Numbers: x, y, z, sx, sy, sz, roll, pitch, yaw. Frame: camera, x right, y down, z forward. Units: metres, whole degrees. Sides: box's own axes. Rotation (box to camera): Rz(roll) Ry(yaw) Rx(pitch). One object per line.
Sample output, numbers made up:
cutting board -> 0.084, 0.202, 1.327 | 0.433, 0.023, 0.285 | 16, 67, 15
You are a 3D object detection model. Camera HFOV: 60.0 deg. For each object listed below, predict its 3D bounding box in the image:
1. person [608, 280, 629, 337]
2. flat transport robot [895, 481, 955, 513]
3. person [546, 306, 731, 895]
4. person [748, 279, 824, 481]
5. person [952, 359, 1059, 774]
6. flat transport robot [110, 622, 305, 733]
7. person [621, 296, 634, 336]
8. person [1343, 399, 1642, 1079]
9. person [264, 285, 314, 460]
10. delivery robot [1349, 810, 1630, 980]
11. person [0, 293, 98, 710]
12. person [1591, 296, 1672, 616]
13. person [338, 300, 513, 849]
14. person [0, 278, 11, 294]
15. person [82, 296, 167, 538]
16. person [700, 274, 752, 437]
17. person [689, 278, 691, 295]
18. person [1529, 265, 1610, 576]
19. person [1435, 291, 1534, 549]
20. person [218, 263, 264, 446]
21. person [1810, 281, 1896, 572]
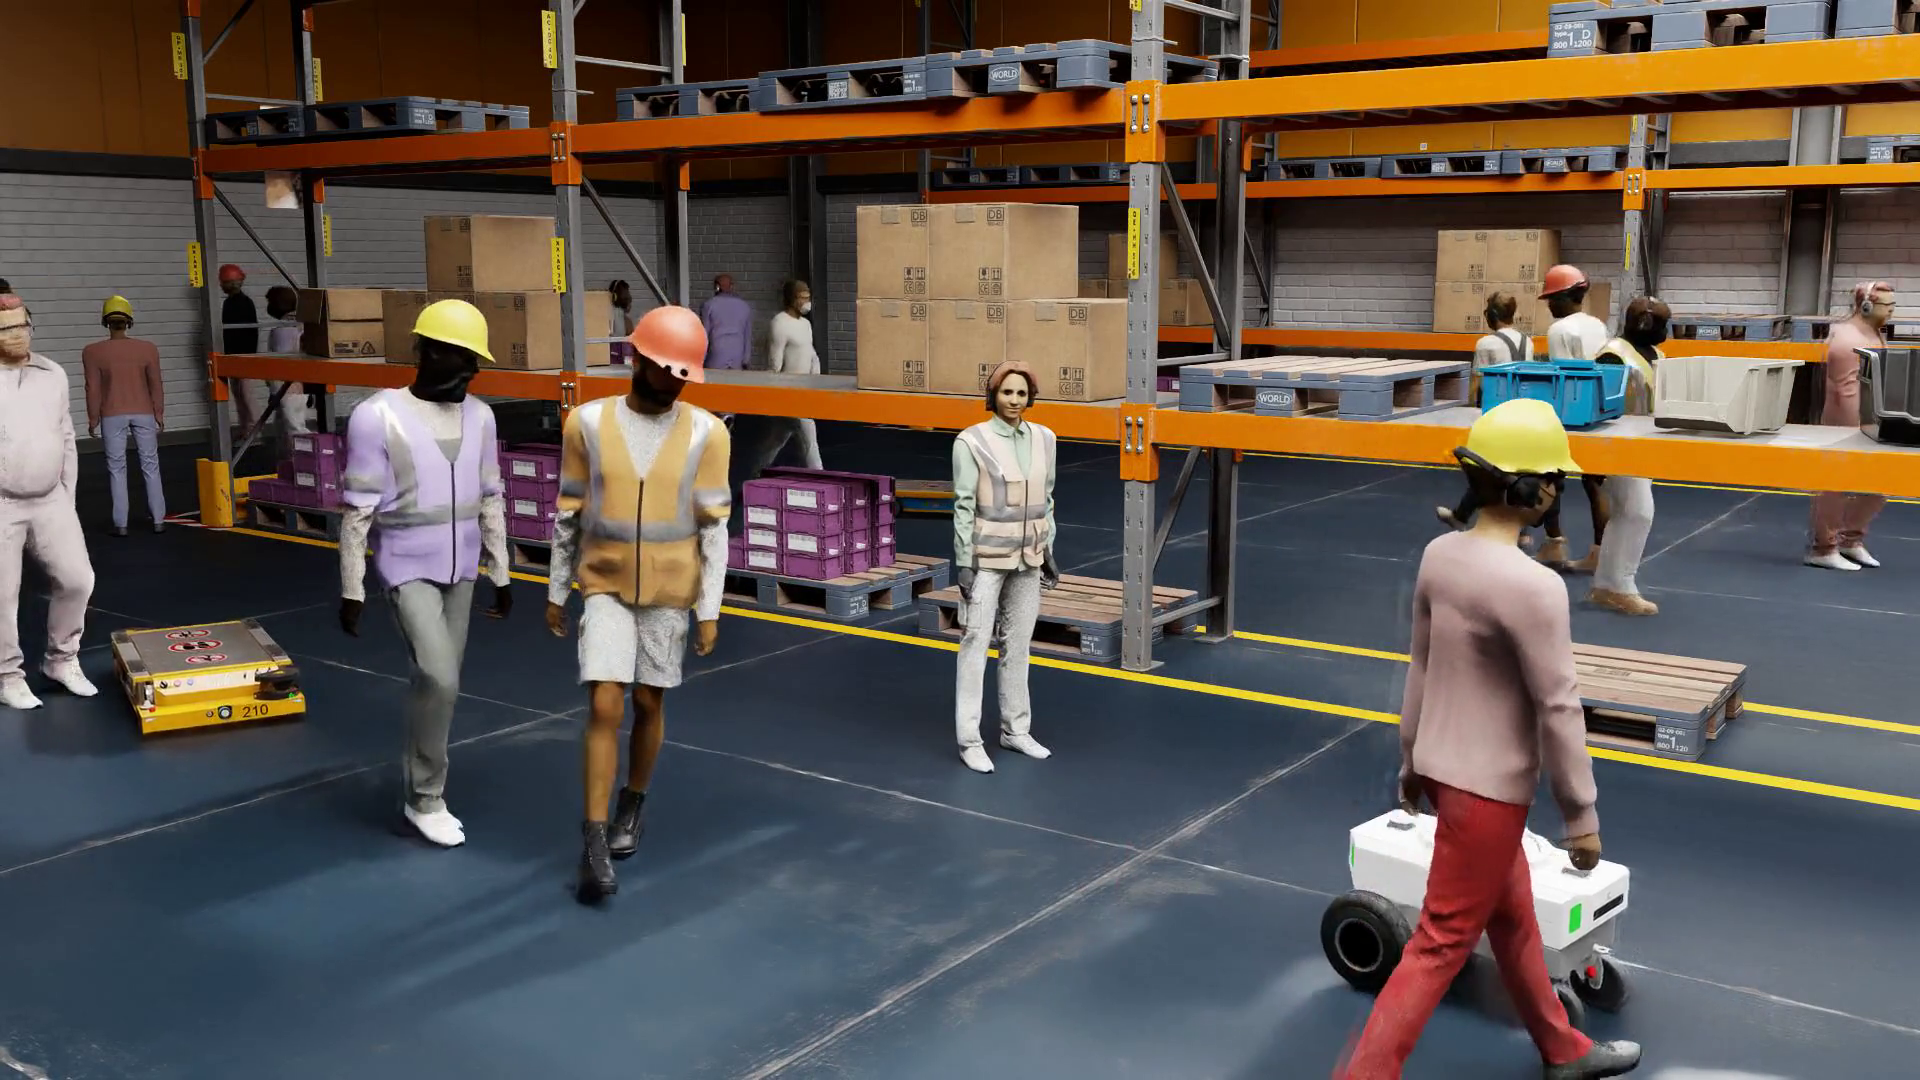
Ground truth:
person -> -3.879, -2.042, 18.913 | 0.994, 1.801, 0.484 | -1, 10, -5
flat transport robot -> -0.149, -0.337, 13.305 | 1.431, 0.197, 0.652 | 2, 10, 13
person -> -1.045, 0.192, 5.387 | 0.618, 1.875, 0.856 | -2, 10, -9
person -> -1.347, -1.180, 13.569 | 1.056, 1.884, 0.626 | 3, 10, 15
person -> 0.182, 0.097, 6.664 | 0.515, 1.636, 0.315 | -7, 12, -37
flat transport robot -> -3.528, 0.599, 7.735 | 0.652, 0.197, 1.431 | -6, 11, -31
person -> -4.016, -2.146, 20.047 | 0.446, 1.623, 0.528 | -6, 11, -31
person -> 1.244, 0.539, 3.803 | 0.887, 1.717, 0.536 | -2, 10, -9
person -> -5.779, -1.323, 14.601 | 0.765, 1.816, 0.625 | -2, 10, -12
delivery robot -> 1.440, 0.942, 4.566 | 0.707, 0.478, 0.477 | 9, 13, 44
person -> -4.224, -0.157, 7.468 | 0.518, 1.880, 0.656 | 6, 11, 31
person -> 3.929, -0.486, 9.576 | 0.644, 1.817, 0.569 | -9, 13, -43
person -> -1.791, 0.122, 5.768 | 0.617, 1.883, 0.634 | 7, 12, 35
person -> -8.434, -1.366, 14.646 | 0.668, 1.886, 1.027 | 5, 11, 26
person -> -6.120, -0.899, 12.206 | 0.523, 1.769, 0.315 | -7, 12, -35
person -> -2.637, -2.046, 18.714 | 0.693, 1.874, 0.533 | -7, 12, -34
person -> -3.225, -2.182, 19.634 | 0.695, 1.845, 0.516 | -6, 11, -33
person -> 3.967, -0.765, 10.741 | 0.639, 1.994, 0.698 | -6, 11, -33
person -> 3.782, -0.869, 11.923 | 0.538, 1.796, 0.951 | -6, 11, -32
person -> -7.908, -2.019, 18.203 | 0.622, 1.990, 0.400 | 9, 13, 42
person -> 5.842, -0.721, 10.771 | 0.543, 1.887, 0.679 | 9, 13, 41
